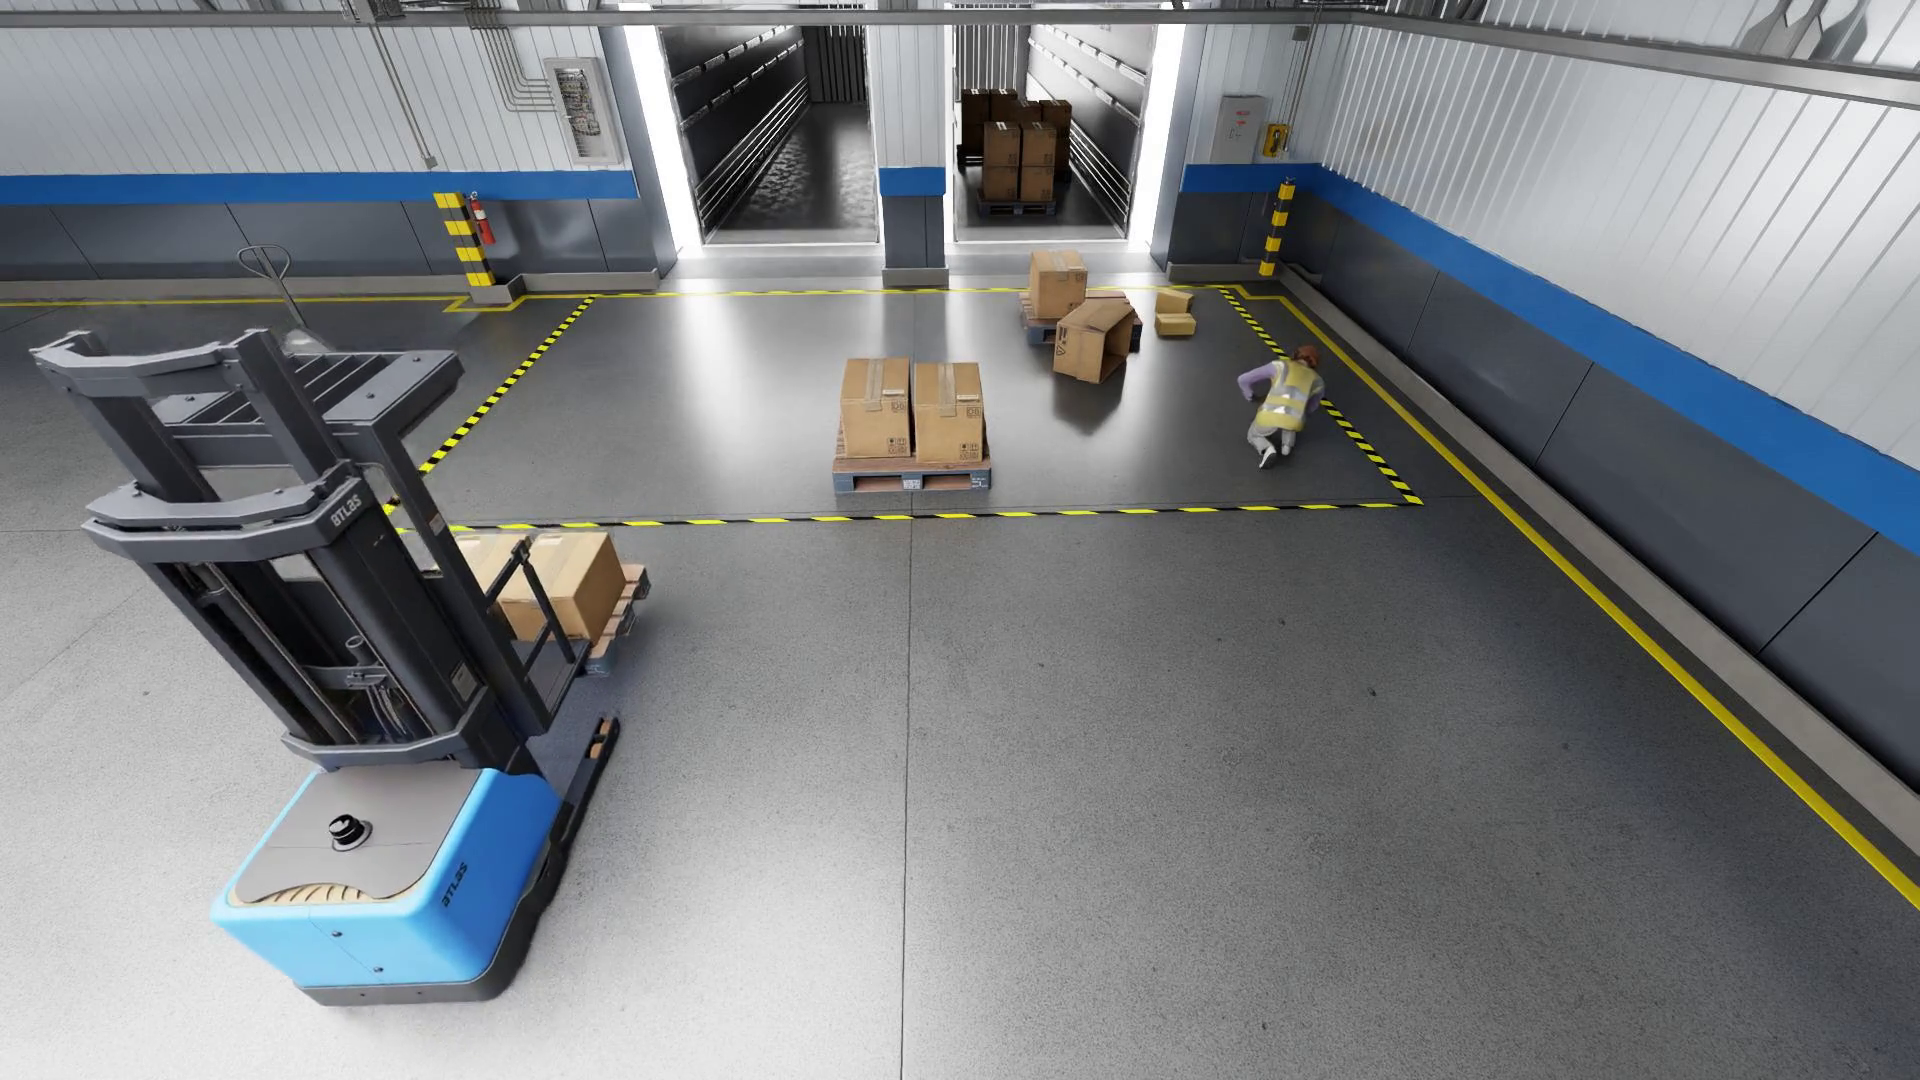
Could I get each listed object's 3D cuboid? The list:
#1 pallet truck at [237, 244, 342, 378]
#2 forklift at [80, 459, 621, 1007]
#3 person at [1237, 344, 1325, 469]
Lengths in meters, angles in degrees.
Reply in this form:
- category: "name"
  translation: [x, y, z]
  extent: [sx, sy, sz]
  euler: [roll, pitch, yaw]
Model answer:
- category: "pallet truck"
  translation: [-5.915, -1.733, 6.366]
  extent: [0.680, 1.201, 1.601]
  euler: [-18, 42, -21]
- category: "forklift"
  translation: [-2.147, 0.757, 2.581]
  extent: [0.716, 2.013, 0.776]
  euler: [-1, 38, -1]
- category: "person"
  translation: [2.582, -1.075, 5.933]
  extent: [0.670, 0.818, 0.919]
  euler: [9, 39, 11]
